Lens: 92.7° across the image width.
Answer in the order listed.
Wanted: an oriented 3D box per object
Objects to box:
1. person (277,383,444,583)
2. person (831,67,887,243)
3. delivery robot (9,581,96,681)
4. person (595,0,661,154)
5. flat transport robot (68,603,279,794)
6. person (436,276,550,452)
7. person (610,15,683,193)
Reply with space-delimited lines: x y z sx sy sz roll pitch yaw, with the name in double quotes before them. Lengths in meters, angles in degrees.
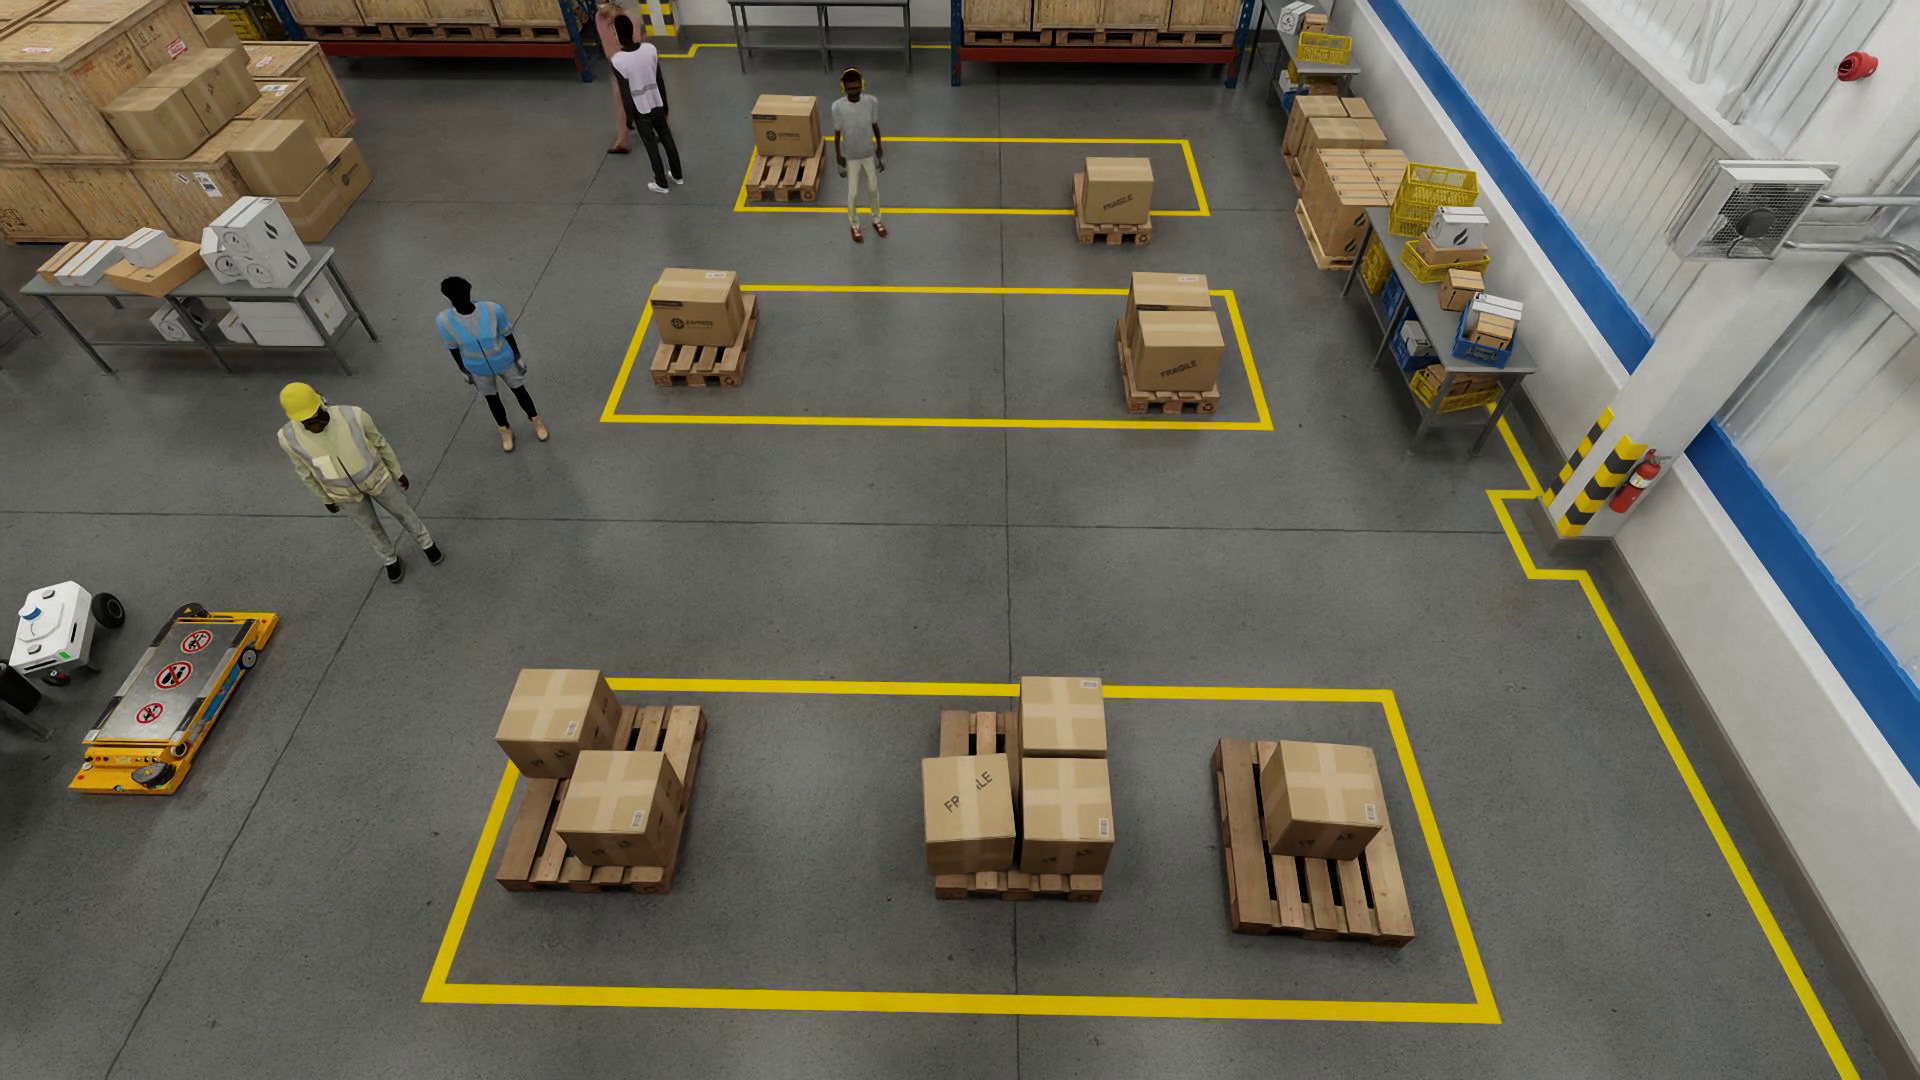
"person" -4.379 -0.417 6.685 0.596 1.832 0.404 -27 55 -21
"person" -1.064 -4.085 9.776 0.528 1.858 0.320 -17 52 -14
"delivery robot" -6.495 0.644 6.560 0.477 0.478 0.707 -18 52 -15
"person" -4.063 -5.644 11.089 0.661 1.854 0.981 18 52 14
"flat transport robot" -5.504 1.072 6.442 0.652 0.197 1.431 1 50 1
"person" -3.909 -1.472 7.669 0.517 1.693 0.320 -20 53 -16
"person" -3.569 -4.933 10.453 0.386 1.915 0.590 32 57 24
